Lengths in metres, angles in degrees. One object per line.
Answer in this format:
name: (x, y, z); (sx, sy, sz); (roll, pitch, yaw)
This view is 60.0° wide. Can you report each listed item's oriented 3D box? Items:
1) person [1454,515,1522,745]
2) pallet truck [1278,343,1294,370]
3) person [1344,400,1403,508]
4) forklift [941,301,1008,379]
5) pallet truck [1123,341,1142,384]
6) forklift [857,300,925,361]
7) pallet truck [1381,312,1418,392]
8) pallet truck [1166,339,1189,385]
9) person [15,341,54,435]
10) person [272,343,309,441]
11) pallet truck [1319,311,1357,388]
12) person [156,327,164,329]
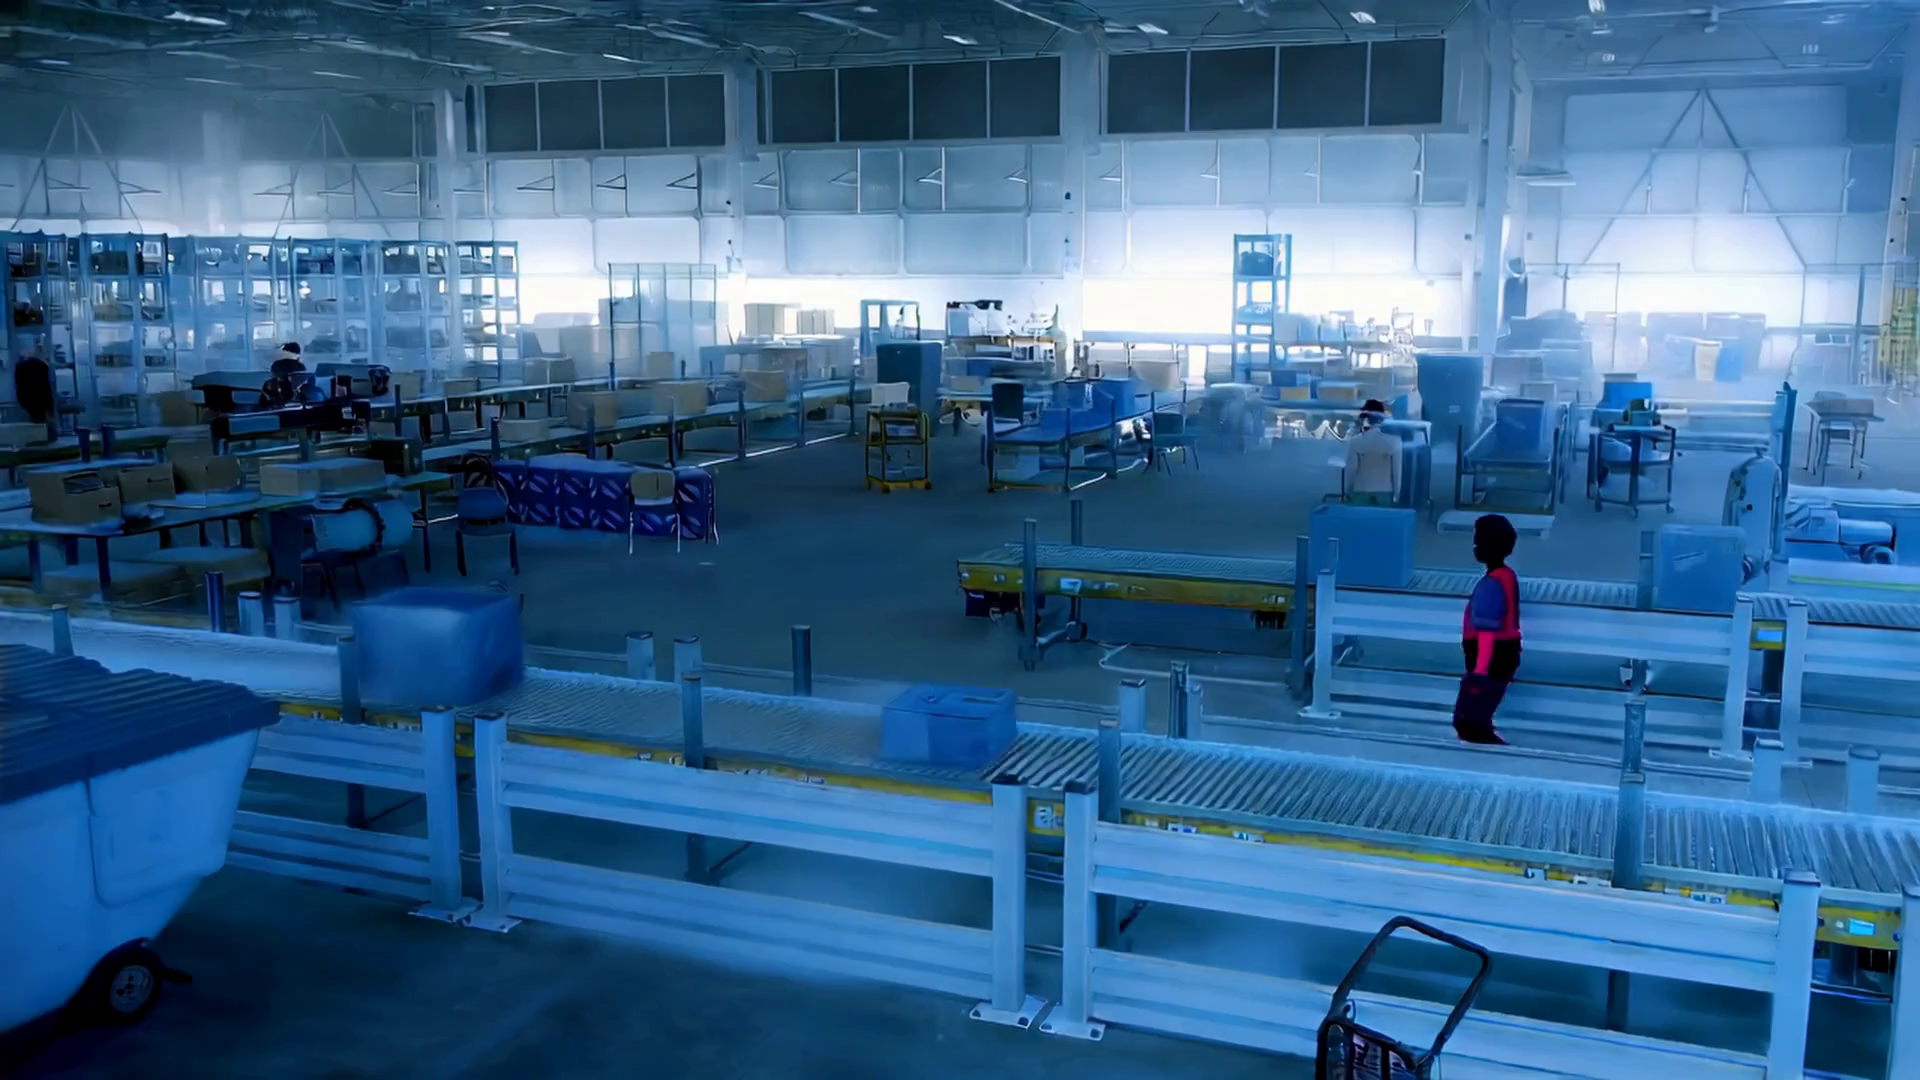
person: (2.942, 0.700, 9.118); (0.430, 1.680, 0.546); (5, 10, 26)
pallet truck: (7.886, -4.163, 39.743); (0.653, 1.274, 1.630); (4, 10, 22)
person: (3.948, -0.454, 15.922); (0.534, 1.755, 0.385); (3, 10, 18)
forklift: (0.365, -4.966, 41.571); (1.157, 1.987, 2.680); (3, 10, 20)
pallet truck: (4.445, -4.380, 41.279); (0.680, 1.201, 1.601); (4, 10, 22)
forklift: (-1.732, -5.109, 42.468); (1.157, 1.987, 2.680); (4, 10, 22)
pallet truck: (10.207, -4.283, 38.369); (0.823, 1.965, 1.885); (3, 10, 20)
pallet truck: (5.418, -4.269, 40.420); (0.704, 1.261, 1.522); (3, 10, 20)
person: (-14.156, -2.088, 25.375); (0.641, 1.894, 0.648); (6, 11, 31)
person: (-10.865, -2.304, 27.107); (0.616, 1.770, 0.878); (3, 10, 16)
pallet truck: (9.071, -4.419, 39.190); (0.823, 1.965, 1.885); (5, 10, 26)
person: (-17.971, -4.051, 37.483); (0.569, 1.831, 0.412); (-7, 12, -36)
